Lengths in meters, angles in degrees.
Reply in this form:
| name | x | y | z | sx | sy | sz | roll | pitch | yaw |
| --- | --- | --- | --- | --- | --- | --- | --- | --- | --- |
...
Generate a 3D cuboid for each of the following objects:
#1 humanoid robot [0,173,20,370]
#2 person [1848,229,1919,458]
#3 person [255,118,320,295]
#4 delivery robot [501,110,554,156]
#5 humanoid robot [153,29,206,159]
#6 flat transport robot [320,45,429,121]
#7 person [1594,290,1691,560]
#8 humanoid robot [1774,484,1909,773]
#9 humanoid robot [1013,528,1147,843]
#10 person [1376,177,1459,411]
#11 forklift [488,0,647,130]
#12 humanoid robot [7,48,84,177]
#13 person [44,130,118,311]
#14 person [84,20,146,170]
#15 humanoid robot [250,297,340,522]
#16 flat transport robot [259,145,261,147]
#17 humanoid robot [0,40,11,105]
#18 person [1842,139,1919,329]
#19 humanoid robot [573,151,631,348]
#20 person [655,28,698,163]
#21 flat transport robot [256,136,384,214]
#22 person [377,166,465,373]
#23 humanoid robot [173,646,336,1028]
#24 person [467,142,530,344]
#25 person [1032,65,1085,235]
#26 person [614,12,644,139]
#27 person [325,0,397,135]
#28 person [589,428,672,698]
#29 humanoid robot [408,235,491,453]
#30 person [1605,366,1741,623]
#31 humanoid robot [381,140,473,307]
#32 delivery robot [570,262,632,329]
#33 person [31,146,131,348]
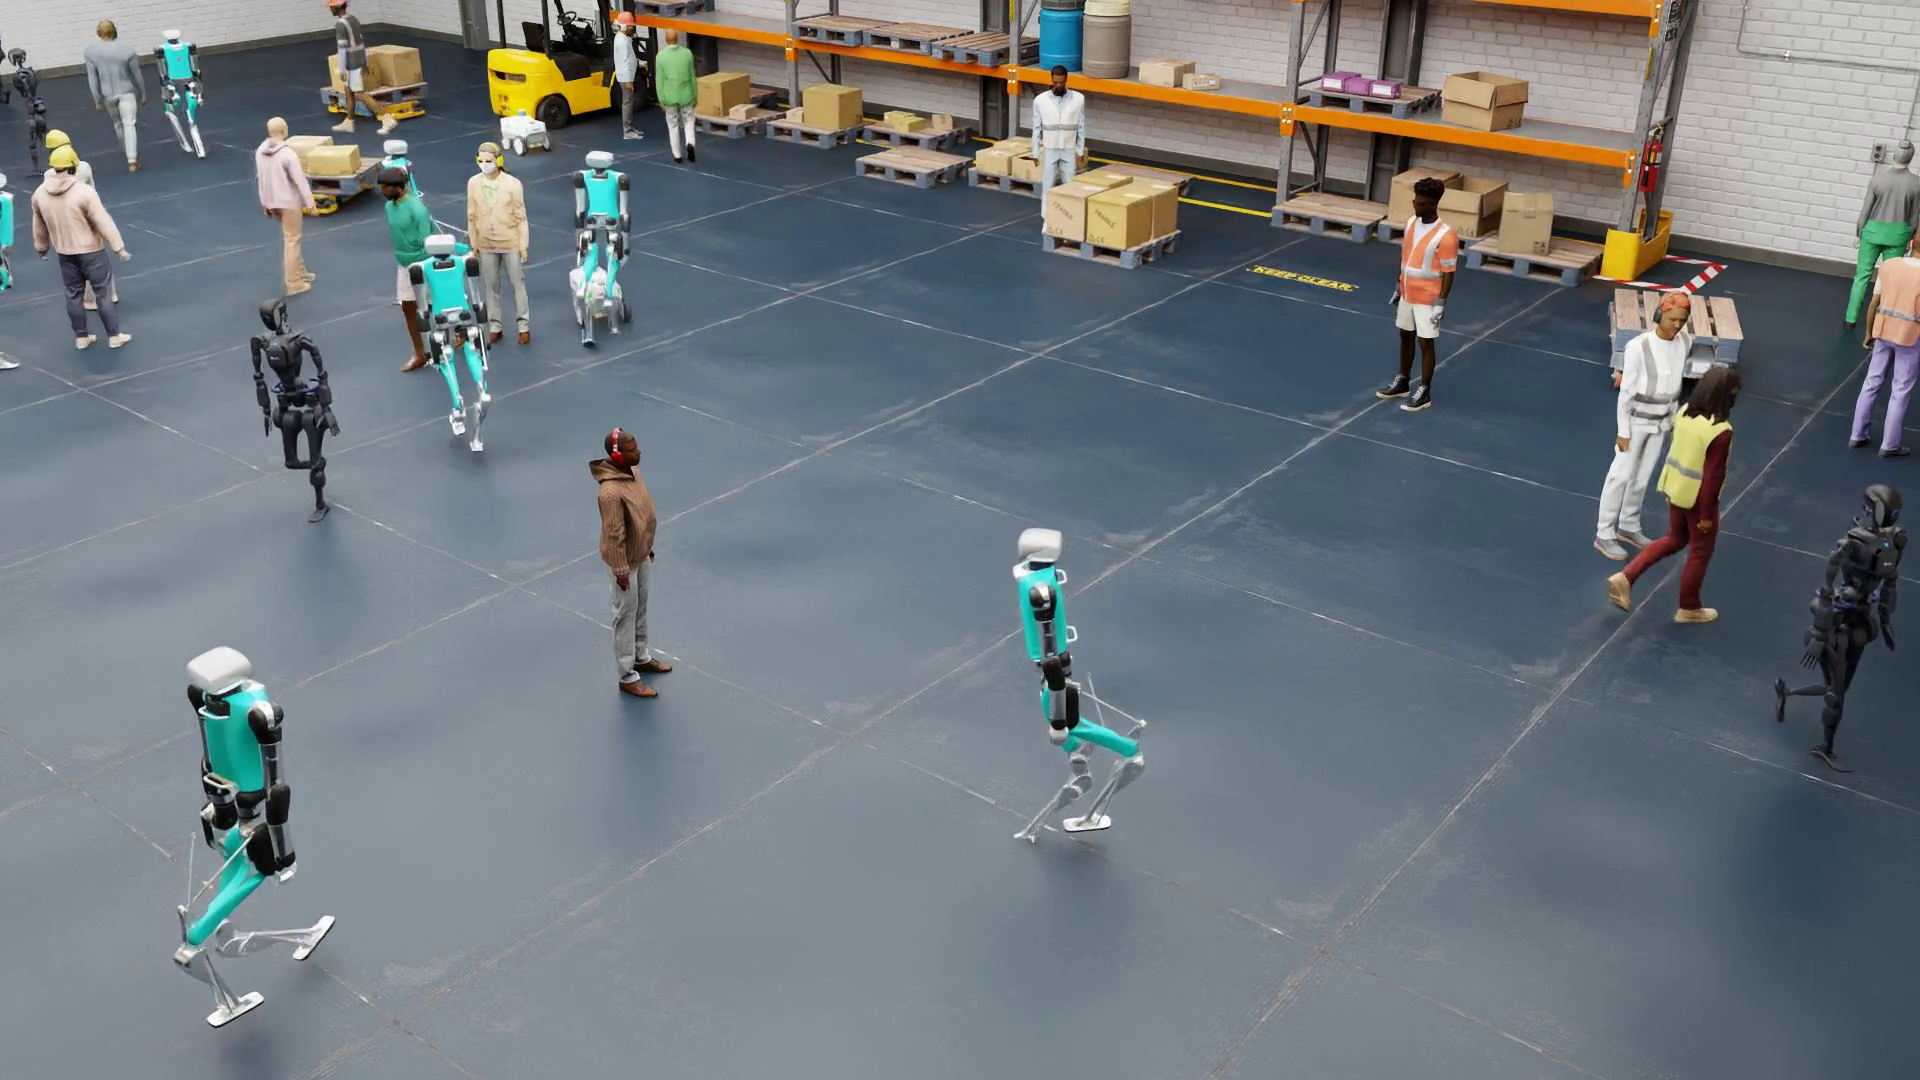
| name | x | y | z | sx | sy | sz | roll | pitch | yaw |
| --- | --- | --- | --- | --- | --- | --- | --- | --- | --- |
| humanoid robot | -8.732 | -2.305 | 14.750 | 0.886 | 1.825 | 0.550 | -8 | 27 | -16 |
| person | 7.323 | -1.546 | 12.960 | 0.373 | 1.843 | 0.568 | -16 | 30 | -30 |
| person | -6.763 | -3.412 | 16.915 | 0.545 | 1.761 | 0.675 | 13 | 29 | 25 |
| delivery robot | -5.987 | -5.611 | 22.838 | 0.499 | 0.575 | 0.759 | -23 | 34 | -39 |
| humanoid robot | -10.504 | -5.992 | 22.336 | 0.555 | 1.768 | 0.868 | -19 | 32 | -35 |
| flat transport robot | -8.807 | -6.531 | 25.096 | 1.431 | 0.231 | 0.659 | 16 | 30 | 30 |
| person | 4.686 | -0.789 | 11.347 | 0.572 | 1.885 | 0.359 | -13 | 29 | -26 |
| humanoid robot | 4.818 | 0.424 | 9.112 | 0.589 | 1.638 | 0.682 | -11 | 28 | -22 |
| humanoid robot | 0.630 | 0.789 | 8.280 | 0.828 | 1.802 | 0.570 | -2 | 26 | -3 |
| person | 3.836 | -2.053 | 13.872 | 0.362 | 1.963 | 0.612 | -11 | 28 | -22 |
| forklift | -5.874 | -7.334 | 24.552 | 1.214 | 2.155 | 2.313 | 19 | 32 | 34 |
| humanoid robot | -11.820 | -5.501 | 21.377 | 0.695 | 1.632 | 0.610 | -13 | 29 | -25 |
| person | -8.683 | -3.136 | 16.342 | 0.316 | 1.767 | 0.533 | 10 | 27 | 19 |
| person | -11.046 | -5.860 | 21.862 | 0.632 | 1.875 | 1.058 | -7 | 27 | -14 |
| humanoid robot | -4.728 | -0.986 | 12.008 | 0.588 | 1.640 | 0.576 | 3 | 26 | 6 |
| flat transport robot | -8.838 | -5.016 | 21.958 | 0.659 | 0.231 | 1.431 | -12 | 28 | -23 |
| humanoid robot | -14.857 | -7.511 | 25.508 | 0.571 | 1.639 | 0.599 | 10 | 28 | 20 |
| person | 8.757 | -2.886 | 15.745 | 0.512 | 1.838 | 0.345 | 12 | 28 | 23 |
| humanoid robot | -3.400 | -2.627 | 15.365 | 0.550 | 1.773 | 0.950 | 6 | 26 | 13 |
| person | -3.722 | -5.838 | 21.933 | 0.551 | 1.770 | 0.556 | -6 | 27 | -13 |
| flat transport robot | -7.781 | -4.259 | 20.390 | 0.659 | 0.231 | 1.431 | 2 | 26 | 4 |
| person | -4.824 | -2.467 | 14.914 | 0.515 | 1.812 | 0.800 | 14 | 29 | 27 |
| humanoid robot | -3.156 | 1.332 | 7.107 | 0.546 | 1.733 | 0.974 | 16 | 30 | 30 |
| person | -4.261 | -2.748 | 15.417 | 0.550 | 1.876 | 0.412 | 1 | 26 | 1 |
| person | 1.112 | -4.416 | 18.837 | 0.597 | 1.909 | 0.399 | -2 | 26 | -4 |
| person | -4.669 | -6.540 | 23.426 | 0.351 | 1.739 | 0.572 | -6 | 26 | -11 |
| person | -8.570 | -6.761 | 23.587 | 0.978 | 2.002 | 0.627 | 0 | 26 | 1 |
| person | -1.940 | 0.118 | 9.733 | 0.333 | 1.651 | 0.461 | 4 | 26 | 9 |
| humanoid robot | -3.888 | -1.461 | 12.904 | 0.546 | 1.733 | 0.988 | -10 | 28 | -21 |
| person | 4.543 | -0.263 | 10.418 | 0.684 | 1.748 | 0.475 | -4 | 26 | -7 |
| humanoid robot | -5.126 | -3.049 | 16.164 | 0.943 | 1.724 | 0.535 | -16 | 30 | -30 |
| delivery robot | -3.548 | -2.405 | 16.226 | 0.499 | 0.597 | 0.798 | -12 | 28 | -24 |
| person | -8.081 | -2.663 | 15.259 | 0.832 | 1.859 | 0.442 | 1 | 26 | 2 |
